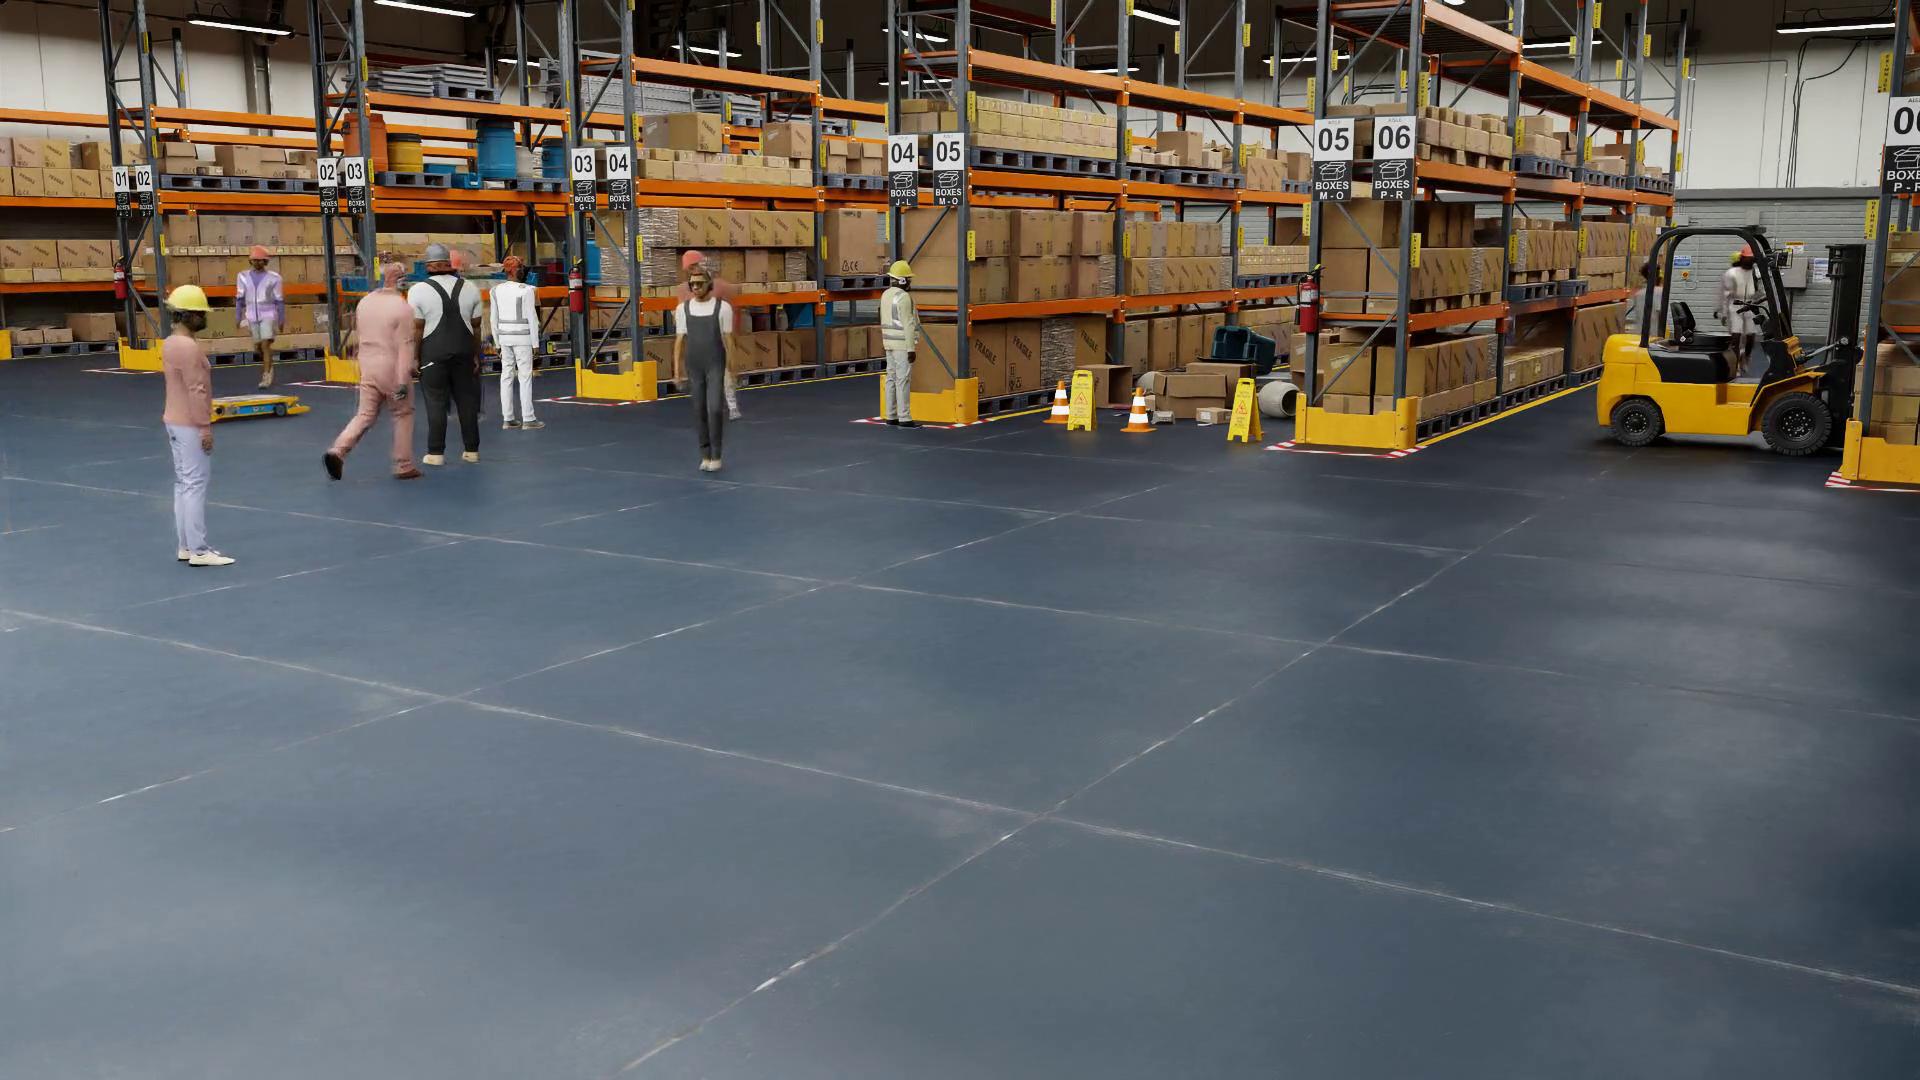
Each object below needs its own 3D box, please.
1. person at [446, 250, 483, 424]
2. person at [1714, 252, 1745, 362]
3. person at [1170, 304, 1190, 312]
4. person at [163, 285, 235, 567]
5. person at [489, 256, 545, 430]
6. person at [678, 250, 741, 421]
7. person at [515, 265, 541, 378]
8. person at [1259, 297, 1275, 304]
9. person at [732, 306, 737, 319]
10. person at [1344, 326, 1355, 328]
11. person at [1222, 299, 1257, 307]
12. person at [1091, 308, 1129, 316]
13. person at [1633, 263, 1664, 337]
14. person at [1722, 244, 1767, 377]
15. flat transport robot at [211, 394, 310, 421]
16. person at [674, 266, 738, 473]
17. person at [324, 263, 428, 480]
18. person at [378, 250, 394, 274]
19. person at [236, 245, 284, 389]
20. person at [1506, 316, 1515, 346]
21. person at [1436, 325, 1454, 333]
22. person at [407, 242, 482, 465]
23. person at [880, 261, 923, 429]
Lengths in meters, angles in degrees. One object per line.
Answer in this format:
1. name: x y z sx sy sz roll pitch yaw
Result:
1. person: -5.519 -2.220 18.406 0.613 1.933 0.792 4 11 20
2. person: 13.340 -3.999 28.543 0.603 1.889 0.951 -1 10 -3
3. person: 4.159 -4.298 31.018 0.865 1.591 0.529 -10 14 -43
4. person: -4.816 -0.715 10.485 0.353 1.759 0.536 -9 13 -41
5. person: -4.823 -2.139 18.111 0.582 1.882 0.351 4 11 21
6. person: -2.889 -2.307 18.865 0.648 1.946 0.513 2 10 10
7. person: -6.553 -3.269 24.963 0.540 1.695 0.317 -1 10 -6
8. person: 6.453 -5.302 35.777 0.934 1.896 0.575 6 12 31
9. person: -3.689 -3.435 25.261 0.622 1.932 0.369 0 10 0
10. person: 5.504 -2.994 22.774 0.543 1.928 0.370 6 12 32
11. person: 5.189 -4.387 30.746 0.599 1.870 0.993 7 13 36
12. person: 2.339 -3.512 25.833 0.556 1.888 1.017 6 12 31
13. person: 7.734 -2.175 18.502 0.807 1.811 0.604 -5 11 -27
14. person: 11.799 -3.445 25.037 0.610 2.026 0.525 4 11 21
15. flat transport robot: -8.358 -1.540 19.271 0.652 0.197 1.431 6 12 32
16. person: -2.270 -1.488 14.649 0.539 1.815 0.749 1 10 5
17. person: -4.913 -1.396 14.023 0.678 1.868 0.845 5 11 26
18. person: -9.142 -3.667 26.606 0.409 1.907 0.651 -6 12 -32
19. person: -9.837 -3.156 23.475 0.617 2.013 0.943 0 10 -3
20. person: 10.371 -4.416 30.836 0.687 1.885 0.575 3 10 15
21. person: 9.174 -4.387 31.408 0.456 1.624 0.552 -7 12 -34
22. person: -4.765 -1.718 15.314 0.686 2.000 0.535 -8 13 -39
23. person: -0.642 -2.124 18.172 0.403 1.833 0.591 -6 12 -30
